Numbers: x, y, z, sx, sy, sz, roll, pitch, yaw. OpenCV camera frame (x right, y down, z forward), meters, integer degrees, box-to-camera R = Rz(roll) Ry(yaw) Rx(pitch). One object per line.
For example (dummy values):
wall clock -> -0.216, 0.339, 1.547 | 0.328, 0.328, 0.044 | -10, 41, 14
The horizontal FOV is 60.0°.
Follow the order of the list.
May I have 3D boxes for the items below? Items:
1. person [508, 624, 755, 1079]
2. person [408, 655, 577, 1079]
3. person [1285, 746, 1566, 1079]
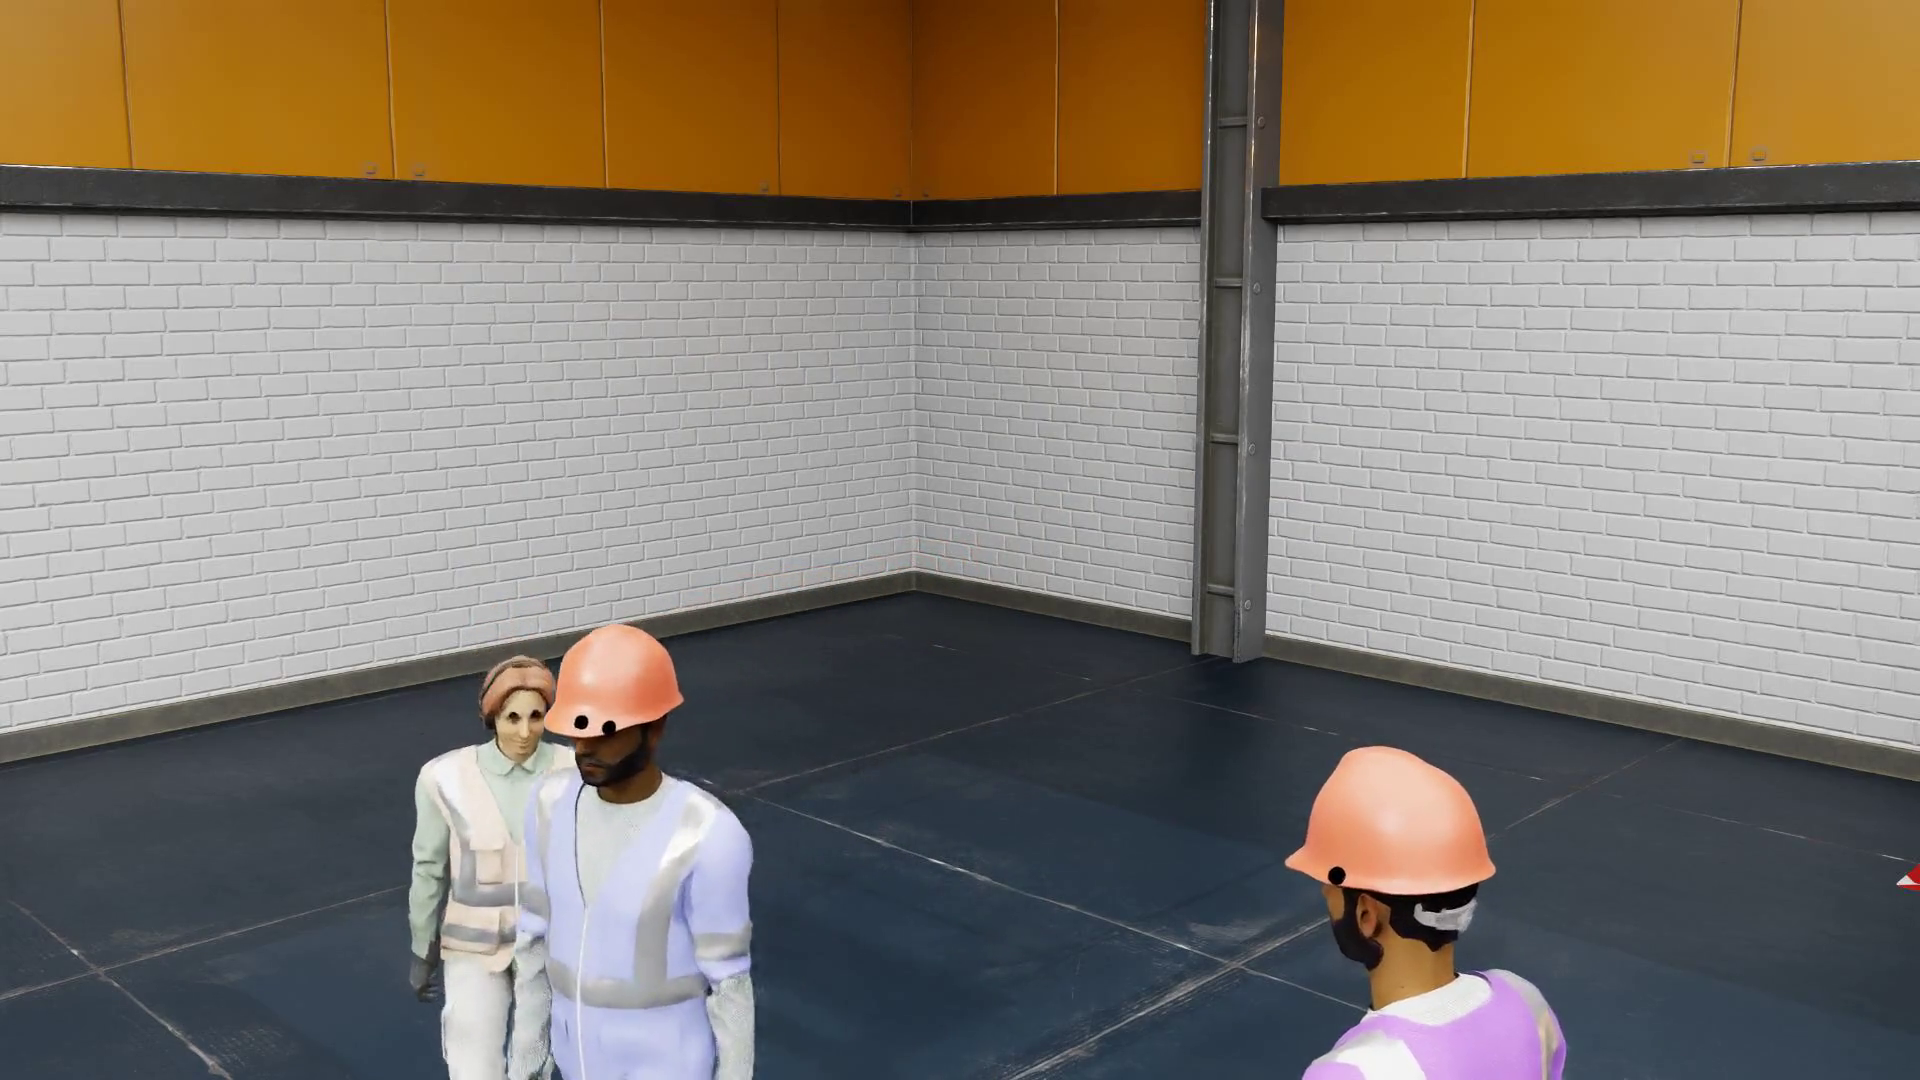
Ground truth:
person -> -0.649, 1.085, 3.586 | 0.548, 1.909, 0.861 | 6, 11, 32
person -> -1.148, 1.101, 4.326 | 0.531, 1.613, 0.549 | -4, 10, -22
person -> 0.625, 1.252, 2.457 | 0.551, 1.932, 0.378 | -9, 13, -43
